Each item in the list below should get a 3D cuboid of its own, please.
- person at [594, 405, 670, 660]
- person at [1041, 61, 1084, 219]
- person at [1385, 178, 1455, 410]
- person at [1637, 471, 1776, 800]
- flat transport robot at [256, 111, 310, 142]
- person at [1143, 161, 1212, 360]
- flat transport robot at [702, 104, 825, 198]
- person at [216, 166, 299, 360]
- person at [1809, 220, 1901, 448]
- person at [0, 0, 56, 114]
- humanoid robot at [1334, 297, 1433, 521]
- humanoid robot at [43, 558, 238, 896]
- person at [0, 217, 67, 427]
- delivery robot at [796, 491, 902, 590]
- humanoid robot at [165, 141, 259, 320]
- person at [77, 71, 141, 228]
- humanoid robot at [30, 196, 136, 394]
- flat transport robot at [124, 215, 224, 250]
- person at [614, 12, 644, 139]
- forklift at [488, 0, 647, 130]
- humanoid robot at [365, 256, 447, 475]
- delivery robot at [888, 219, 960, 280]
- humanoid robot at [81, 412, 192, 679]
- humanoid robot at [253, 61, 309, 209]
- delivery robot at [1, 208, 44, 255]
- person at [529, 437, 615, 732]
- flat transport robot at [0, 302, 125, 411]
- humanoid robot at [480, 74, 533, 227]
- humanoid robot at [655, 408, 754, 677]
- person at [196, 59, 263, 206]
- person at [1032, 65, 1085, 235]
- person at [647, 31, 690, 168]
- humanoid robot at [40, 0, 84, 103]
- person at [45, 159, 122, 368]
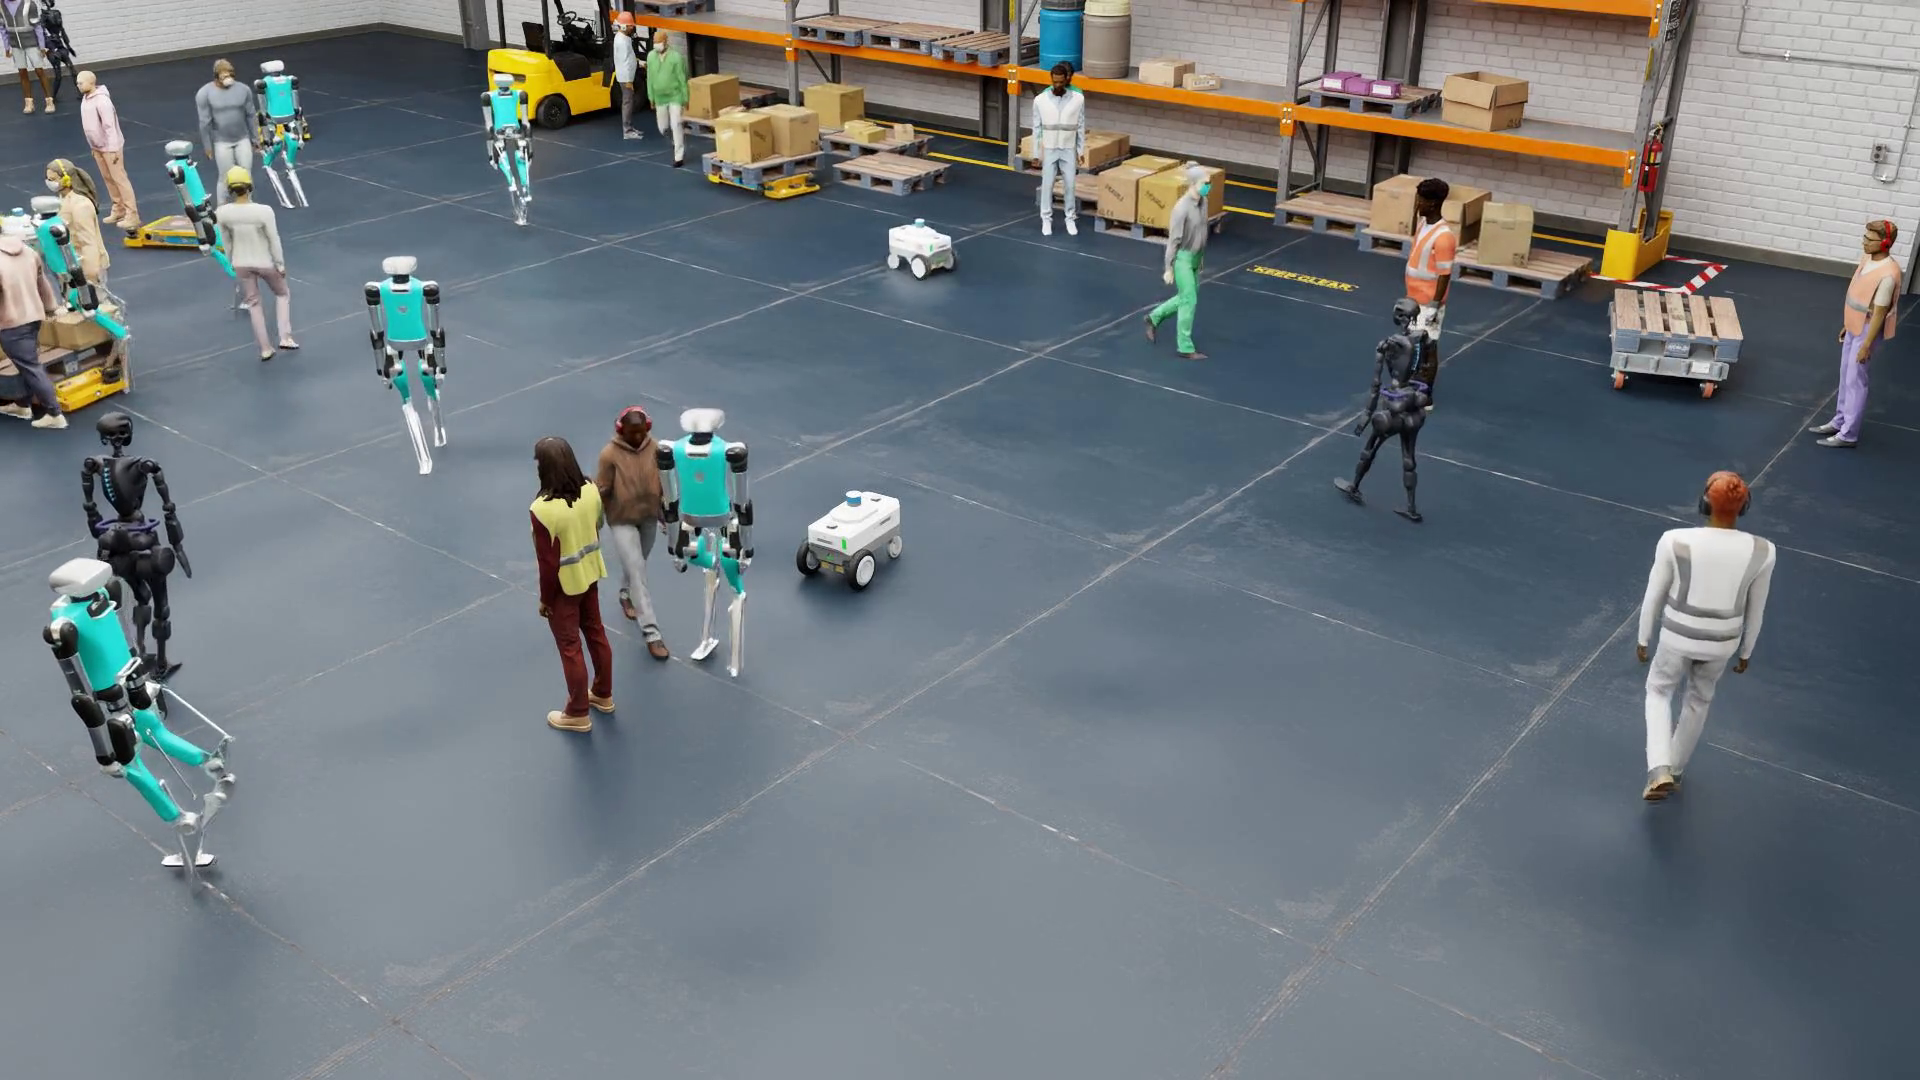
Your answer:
[{"bbox_3d":[-2.035,-0.120,10.297,0.519,1.580,0.896,-17,30,-31],"label":"person"},{"bbox_3d":[1.195,-4.672,19.454,0.509,1.837,0.408,-3,26,-5],"label":"person"},{"bbox_3d":[3.872,-2.037,13.842,0.368,1.962,0.607,-1,26,-2],"label":"person"},{"bbox_3d":[3.820,0.544,8.612,0.577,1.864,0.615,7,27,15],"label":"person"},{"bbox_3d":[-9.777,-5.955,23.903,0.659,0.231,1.431,-12,28,-23],"label":"flat transport robot"},{"bbox_3d":[1.982,-2.556,15.076,0.681,1.823,0.531,15,30,28],"label":"person"},{"bbox_3d":[-2.480,-4.570,21.035,1.431,0.231,0.659,23,34,39],"label":"flat transport robot"},{"bbox_3d":[-6.364,-2.502,15.040,0.534,1.750,0.415,-2,26,-4],"label":"person"},{"bbox_3d":[7.132,-1.617,13.118,0.387,1.839,0.559,6,26,11],"label":"person"},{"bbox_3d":[-14.034,-7.420,24.919,0.601,2.035,0.413,-3,26,-5],"label":"person"},{"bbox_3d":[3.118,-0.984,12.013,0.600,1.631,0.718,-15,29,-28],"label":"humanoid robot"},{"bbox_3d":[-3.818,0.964,8.012,0.716,1.895,0.541,0,26,1],"label":"humanoid robot"},{"bbox_3d":[-7.765,-1.790,13.486,0.804,1.838,0.806,3,26,7],"label":"person"},{"bbox_3d":[-0.733,-0.021,11.308,0.499,0.614,0.791,15,30,28],"label":"delivery robot"},{"bbox_3d":[-7.070,-2.913,16.015,0.780,1.865,0.542,-5,26,-10],"label":"humanoid robot"},{"bbox_3d":[-9.835,-4.516,19.196,0.526,1.775,0.408,18,31,33],"label":"person"},{"bbox_3d":[-7.384,-2.101,14.230,0.541,1.776,0.743,22,33,38],"label":"humanoid robot"},{"bbox_3d":[-8.568,-3.450,18.715,1.431,0.231,0.659,4,26,8],"label":"flat transport robot"},{"bbox_3d":[-4.671,-6.540,23.424,0.351,1.739,0.572,-6,26,-11],"label":"person"},{"bbox_3d":[-5.874,-7.334,24.552,1.214,2.155,2.313,19,32,34],"label":"forklift"},{"bbox_3d":[-4.193,-1.387,12.827,0.556,1.814,0.935,-5,26,-11],"label":"humanoid robot"},{"bbox_3d":[-0.404,-3.090,17.656,0.499,0.608,0.793,-23,34,-39],"label":"delivery robot"},{"bbox_3d":[-4.895,0.039,9.872,0.596,1.637,0.366,3,26,6],"label":"humanoid robot"},{"bbox_3d":[-8.163,-4.810,19.858,0.663,1.814,0.540,20,32,36],"label":"humanoid robot"},{"bbox_3d":[-10.160,-3.284,18.064,0.499,0.614,0.814,-21,33,-36],"label":"delivery robot"},{"bbox_3d":[-2.175,0.251,9.326,0.378,1.768,0.470,13,29,24],"label":"person"},{"bbox_3d":[-8.050,-1.381,14.431,1.431,0.231,0.659,9,27,18],"label":"flat transport robot"},{"bbox_3d":[-5.077,-4.367,18.933,0.545,1.764,0.939,-12,28,-23],"label":"humanoid robot"},{"bbox_3d":[-1.452,-0.030,9.950,0.532,1.783,0.773,2,26,4],"label":"humanoid robot"},{"bbox_3d":[-8.375,-4.564,19.158,0.656,1.919,0.433,-22,34,-38],"label":"person"},{"bbox_3d":[1.110,-4.417,18.842,0.596,1.906,0.402,-1,26,-3],"label":"person"},{"bbox_3d":[-3.824,-5.849,21.973,0.588,1.753,0.603,6,26,13],"label":"person"},{"bbox_3d":[-13.958,-7.615,25.745,0.601,1.636,0.609,1,26,3],"label":"humanoid robot"},{"bbox_3d":[-7.789,-2.477,14.866,0.395,1.871,0.558,-19,32,-35],"label":"person"}]
